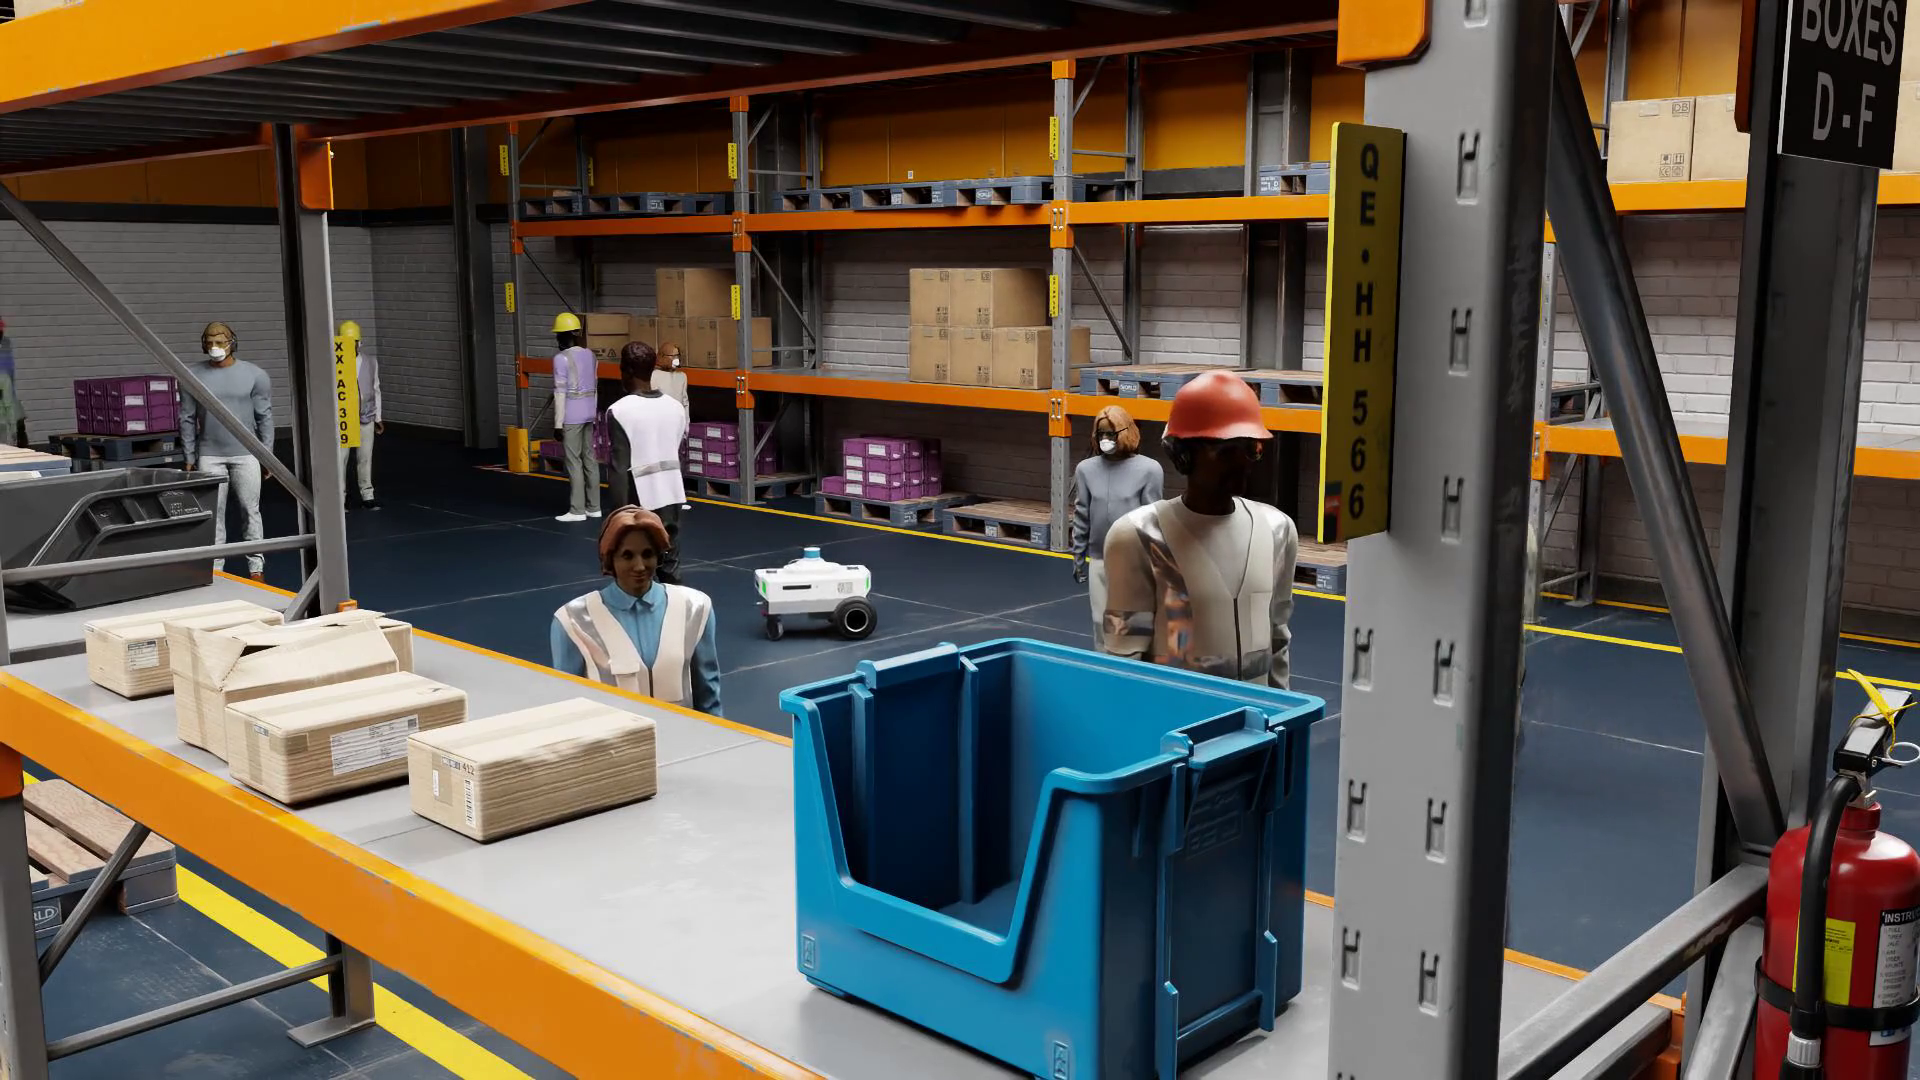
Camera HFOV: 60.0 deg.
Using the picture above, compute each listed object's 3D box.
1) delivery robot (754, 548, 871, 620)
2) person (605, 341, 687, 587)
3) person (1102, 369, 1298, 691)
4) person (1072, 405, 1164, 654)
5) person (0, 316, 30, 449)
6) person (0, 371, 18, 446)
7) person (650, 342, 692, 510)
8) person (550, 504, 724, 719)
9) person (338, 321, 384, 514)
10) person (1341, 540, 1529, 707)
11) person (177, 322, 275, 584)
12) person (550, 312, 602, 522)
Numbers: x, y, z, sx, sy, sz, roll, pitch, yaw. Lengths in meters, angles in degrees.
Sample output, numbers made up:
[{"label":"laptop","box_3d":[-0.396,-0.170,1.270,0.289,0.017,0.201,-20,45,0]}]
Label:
[{"label":"delivery robot","box_3d":[-0.932,0.292,10.480,0.707,0.478,0.477,-2,9,-14]},{"label":"person","box_3d":[-1.766,-0.171,9.488,0.407,1.909,0.592,5,11,30]},{"label":"person","box_3d":[0.678,0.558,4.571,0.607,2.048,0.365,-5,10,-27]},{"label":"person","box_3d":[0.805,0.114,8.593,0.503,1.622,0.299,5,10,28]},{"label":"person","box_3d":[-10.376,-1.556,18.071,0.800,1.870,0.625,3,10,16]},{"label":"person","box_3d":[-9.280,-1.074,15.855,0.441,1.617,0.520,9,13,43]},{"label":"person","box_3d":[-2.772,-1.073,15.869,0.281,1.625,0.493,7,12,38]},{"label":"person","box_3d":[-0.952,0.704,4.948,0.519,1.634,0.312,-5,10,-27]},{"label":"person","box_3d":[-5.769,-1.166,15.803,0.598,1.828,0.403,-8,12,-40]},{"label":"person","box_3d":[1.406,0.532,4.994,0.687,1.958,0.640,-2,10,-14]},{"label":"person","box_3d":[-5.276,-0.598,11.989,0.637,1.938,0.357,-3,10,-16]},{"label":"person","box_3d":[-3.554,-1.125,15.303,0.401,1.919,0.590,4,10,22]}]
